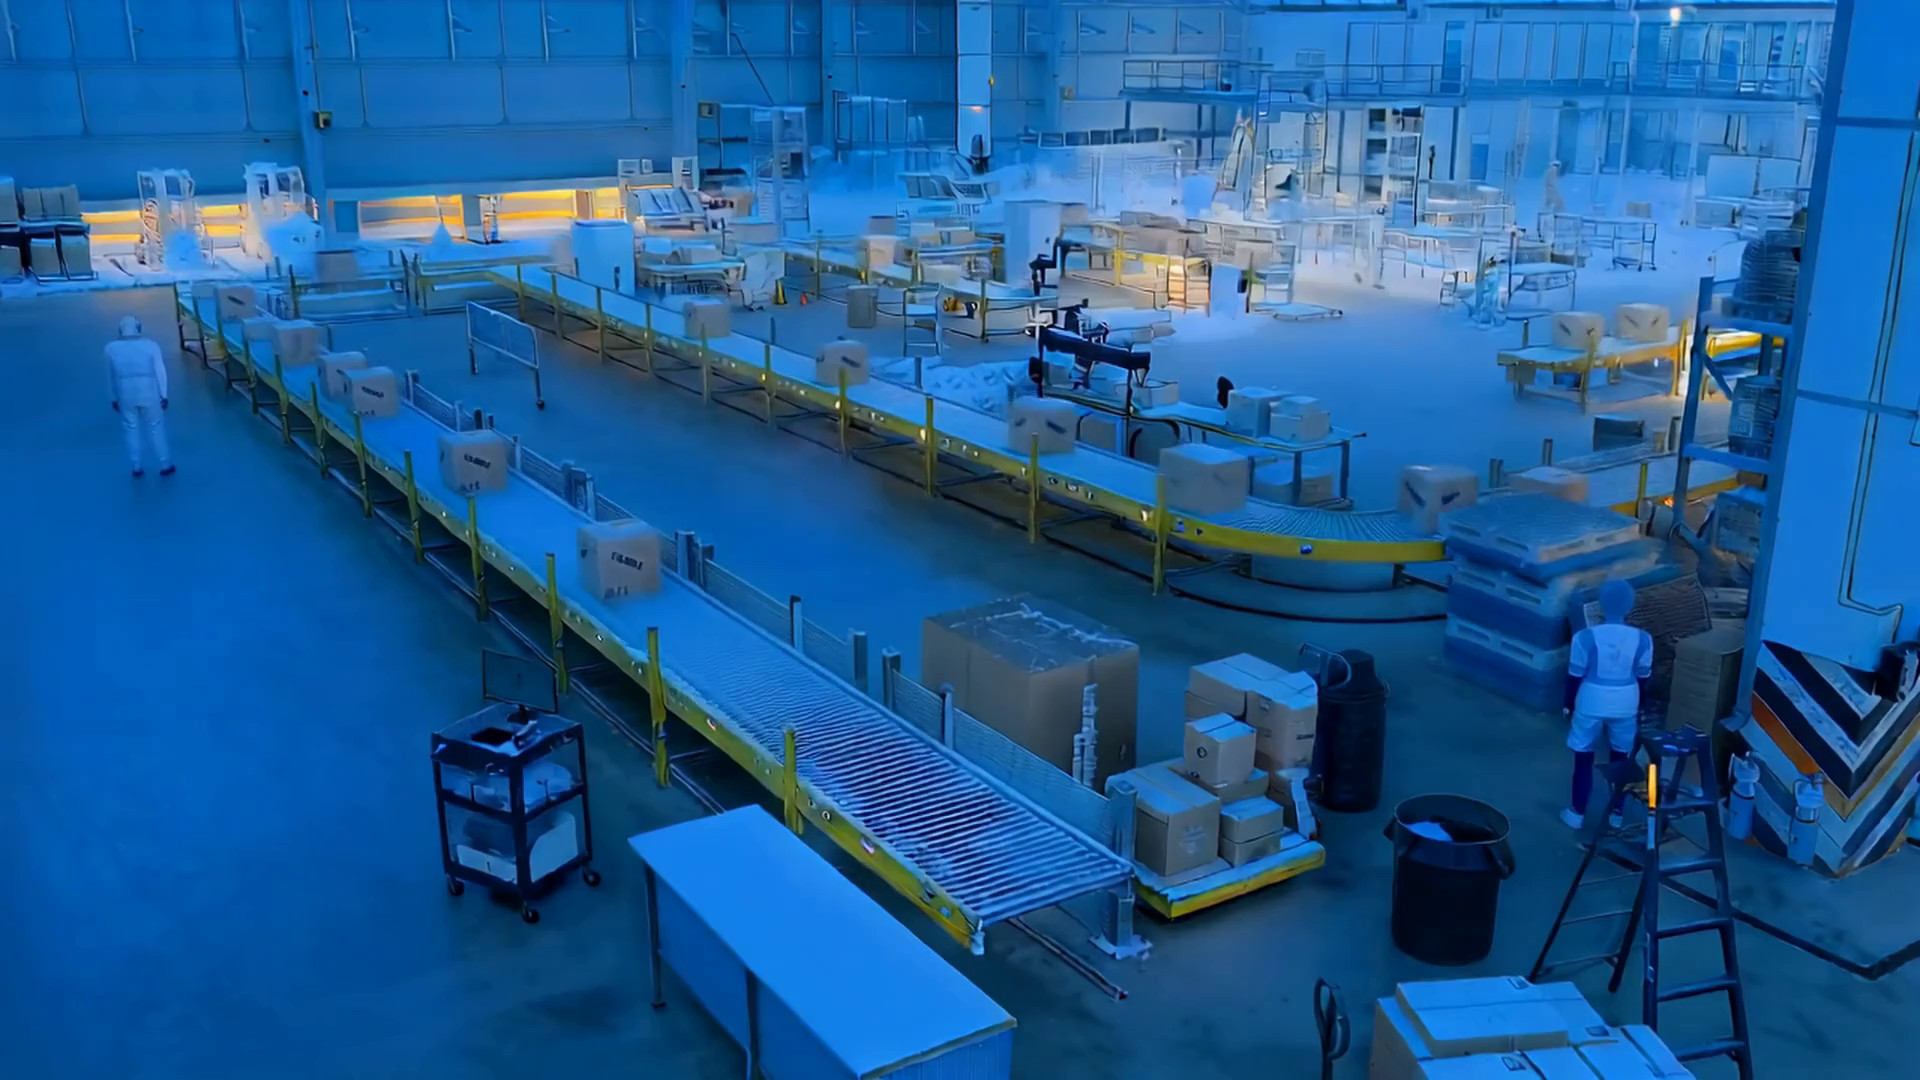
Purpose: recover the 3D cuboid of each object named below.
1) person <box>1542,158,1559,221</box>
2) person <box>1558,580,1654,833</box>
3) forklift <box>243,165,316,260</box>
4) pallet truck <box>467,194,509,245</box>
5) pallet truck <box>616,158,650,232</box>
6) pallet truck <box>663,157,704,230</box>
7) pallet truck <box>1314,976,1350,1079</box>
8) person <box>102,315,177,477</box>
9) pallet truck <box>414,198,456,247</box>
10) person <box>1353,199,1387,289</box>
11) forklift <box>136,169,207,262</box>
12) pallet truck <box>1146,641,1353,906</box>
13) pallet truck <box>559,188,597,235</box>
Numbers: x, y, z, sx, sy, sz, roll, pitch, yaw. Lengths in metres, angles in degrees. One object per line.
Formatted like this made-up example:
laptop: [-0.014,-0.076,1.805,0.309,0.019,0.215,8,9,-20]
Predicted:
person: [16.787,-9.941,47.188,0.300,1.772,0.532,-8,18,-24]
person: [4.131,1.075,10.656,0.535,1.697,0.318,0,17,2]
forklift: [-15.898,-7.669,38.708,1.157,1.987,2.680,-11,20,-33]
pallet truck: [-11.983,-8.177,42.137,0.704,1.261,1.522,-11,20,-33]
pallet truck: [-8.918,-9.176,44.255,0.823,1.965,1.885,-9,19,-27]
pallet truck: [-7.586,-9.308,44.692,0.823,1.965,1.885,-11,20,-33]
pallet truck: [2.299,2.390,7.086,1.601,1.201,0.680,-2,17,-7]
person: [-9.615,-1.688,19.499,0.643,1.905,0.400,-3,17,-10]
pallet truck: [-13.250,-8.060,41.856,0.680,1.201,1.601,-10,20,-31]
person: [8.526,-6.113,34.315,0.675,1.854,0.526,15,23,41]
forklift: [-17.842,-7.318,37.559,1.157,1.987,2.680,-10,20,-31]
pallet truck: [1.664,1.407,10.232,1.630,1.274,0.653,-10,20,-31]
pallet truck: [-10.010,-8.652,43.699,0.653,1.274,1.630,-10,20,-31]
